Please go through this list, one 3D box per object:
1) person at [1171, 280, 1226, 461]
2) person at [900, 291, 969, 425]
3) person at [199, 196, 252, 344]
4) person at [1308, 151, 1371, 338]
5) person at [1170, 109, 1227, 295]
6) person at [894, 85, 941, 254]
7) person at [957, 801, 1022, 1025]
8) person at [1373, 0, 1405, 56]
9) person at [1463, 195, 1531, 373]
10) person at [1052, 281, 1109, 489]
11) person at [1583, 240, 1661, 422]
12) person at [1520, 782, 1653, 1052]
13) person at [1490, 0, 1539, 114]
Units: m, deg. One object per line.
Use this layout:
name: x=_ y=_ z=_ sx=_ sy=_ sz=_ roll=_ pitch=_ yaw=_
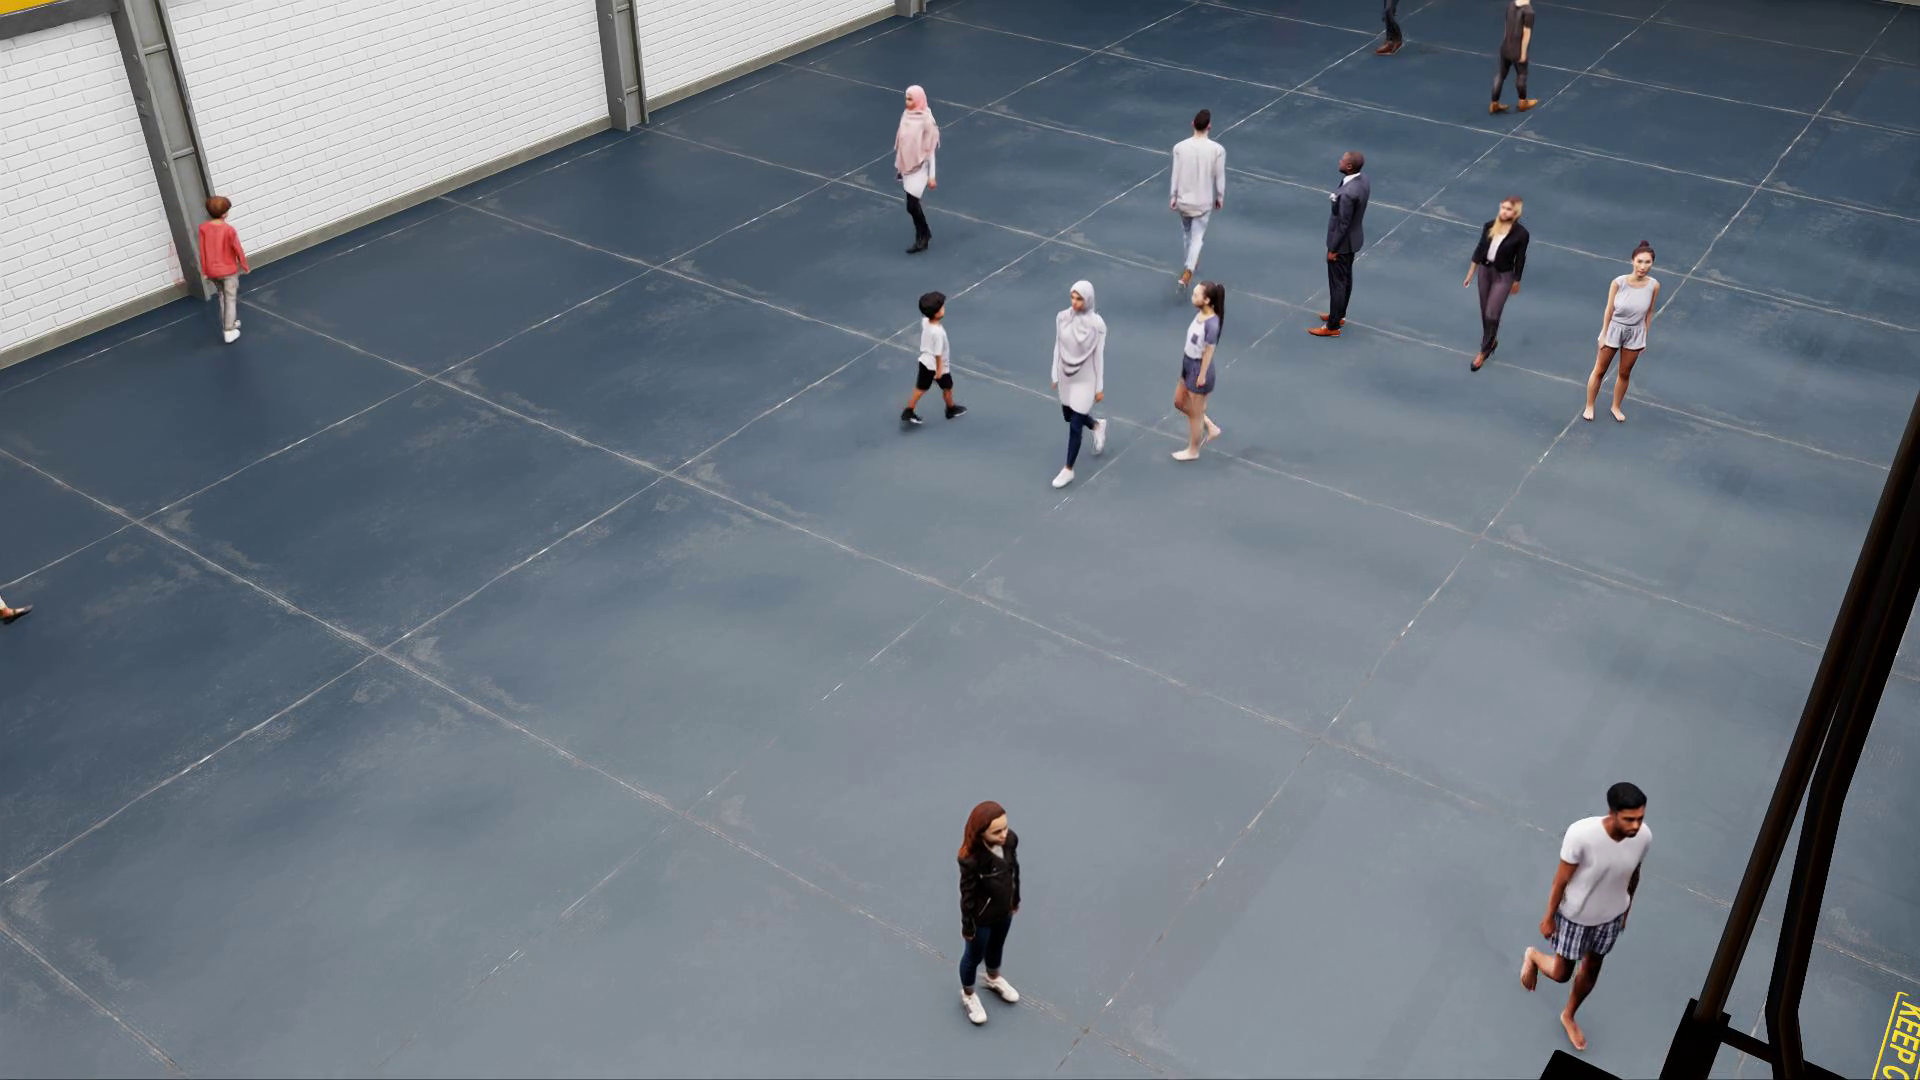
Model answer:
person: x=2.062 y=-1.396 z=13.794 sx=0.819 sy=1.641 sz=0.757 roll=-3 pitch=34 yaw=-5
person: x=-0.283 y=-1.550 z=14.383 sx=0.930 sy=1.245 sz=0.713 roll=-18 pitch=38 yaw=-25
person: x=-7.019 y=-2.534 z=15.738 sx=0.683 sy=1.384 sz=0.752 roll=-2 pitch=34 yaw=-4
person: x=3.643 y=-2.818 z=15.768 sx=0.765 sy=1.824 sz=0.562 roll=18 pitch=38 yaw=25
person: x=2.329 y=-3.347 z=16.577 sx=0.919 sy=1.809 sz=1.221 roll=11 pitch=35 yaw=15
person: x=-0.387 y=-3.872 z=17.379 sx=0.703 sy=1.795 sz=0.699 roll=-28 pitch=43 yaw=-35
person: x=0.147 y=1.951 z=8.903 sx=0.495 sy=1.481 sz=0.641 roll=-29 pitch=43 yaw=-36
person: x=6.078 y=-7.640 z=22.992 sx=0.838 sy=1.858 sz=0.783 roll=-7 pitch=34 yaw=-11
person: x=4.966 y=-2.397 z=15.286 sx=0.809 sy=1.655 sz=0.700 roll=-25 pitch=41 yaw=-32
person: x=1.010 y=-1.316 z=13.570 sx=0.644 sy=1.755 sz=1.018 roll=22 pitch=39 yaw=29
person: x=5.757 y=-1.797 z=14.431 sx=0.661 sy=1.604 sz=0.694 roll=3 pitch=34 yaw=5
person: x=3.282 y=1.893 z=8.770 sx=0.874 sy=1.724 sz=0.935 roll=-5 pitch=34 yaw=-8
person: x=6.953 y=-6.215 z=20.995 sx=1.011 sy=1.695 sz=0.884 roll=-15 pitch=37 yaw=-22
